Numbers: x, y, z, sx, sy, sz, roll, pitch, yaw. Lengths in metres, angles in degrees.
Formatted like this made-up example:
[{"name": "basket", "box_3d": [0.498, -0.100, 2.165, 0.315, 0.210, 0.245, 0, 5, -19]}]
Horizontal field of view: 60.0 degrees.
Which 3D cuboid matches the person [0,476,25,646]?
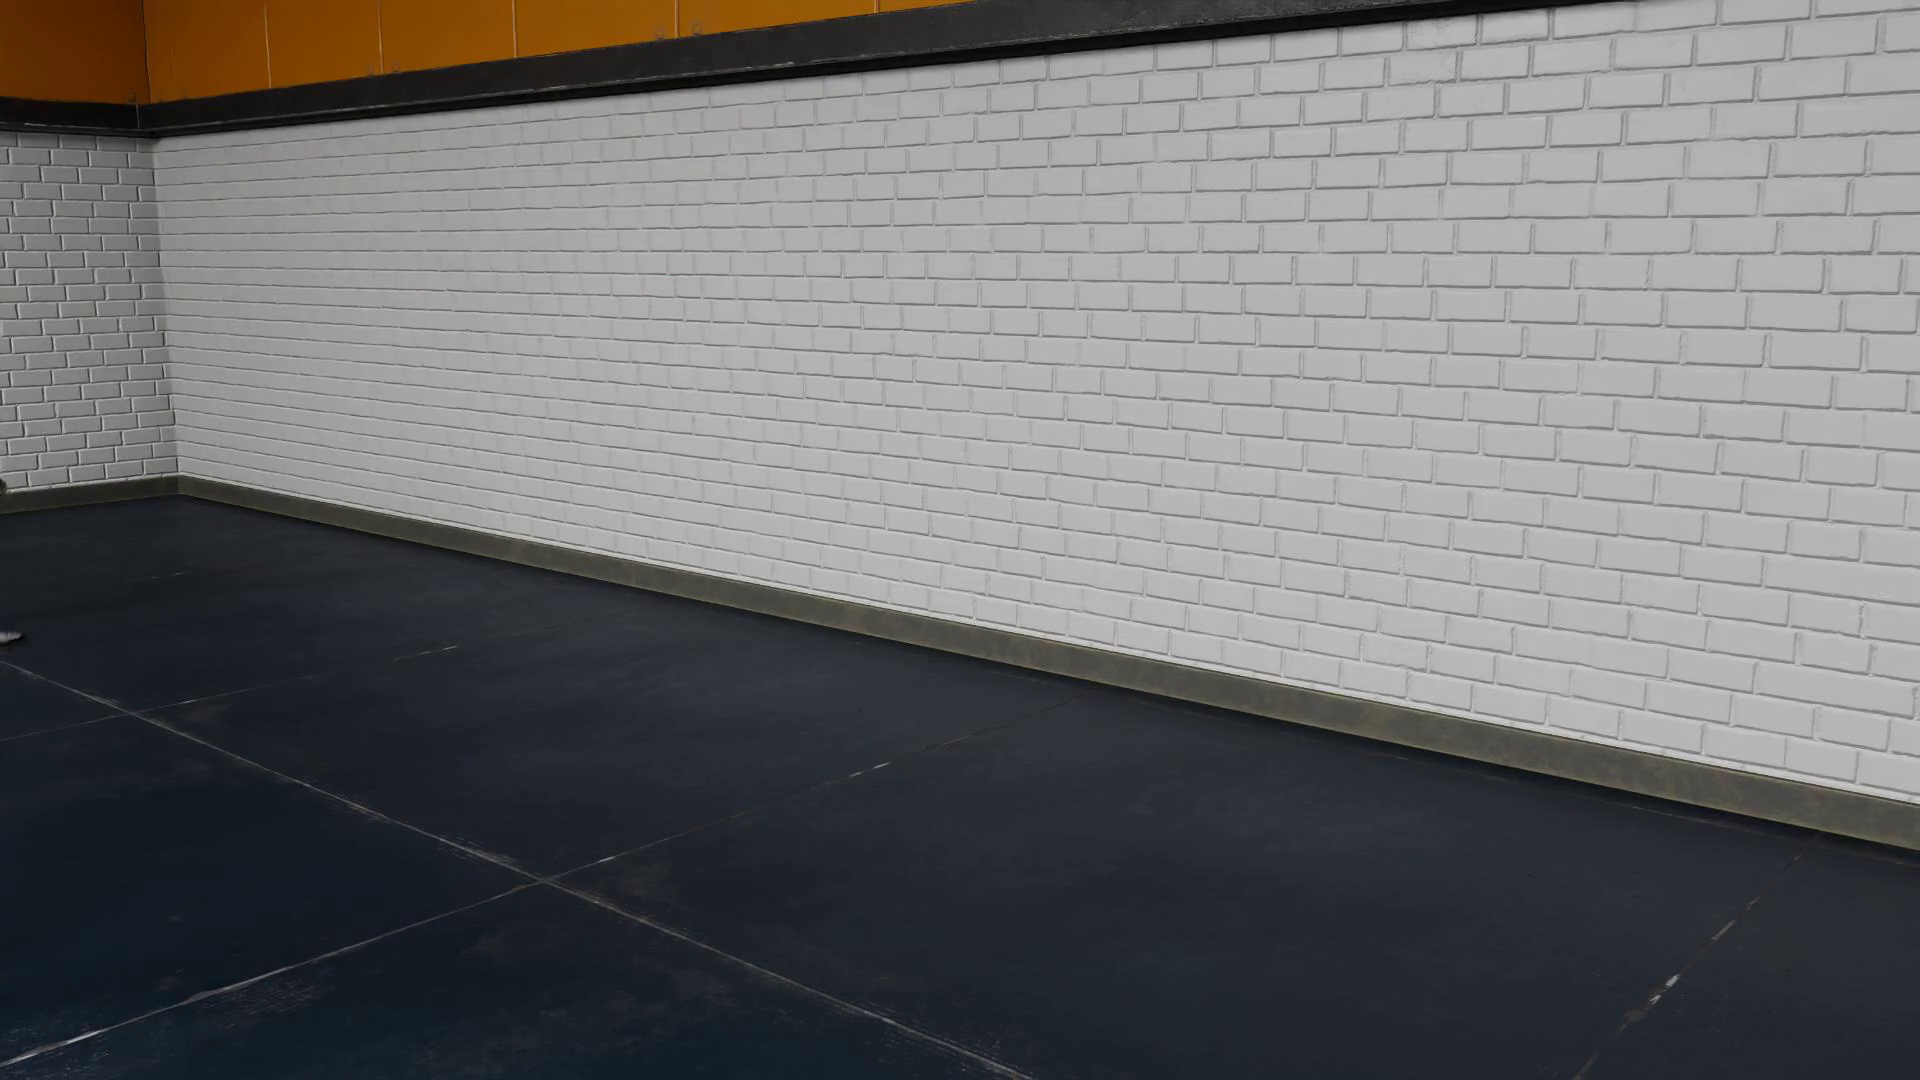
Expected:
[{"name": "person", "box_3d": [-5.214, -0.310, 8.462, 0.900, 1.720, 0.535, 1, 10, 8]}]
